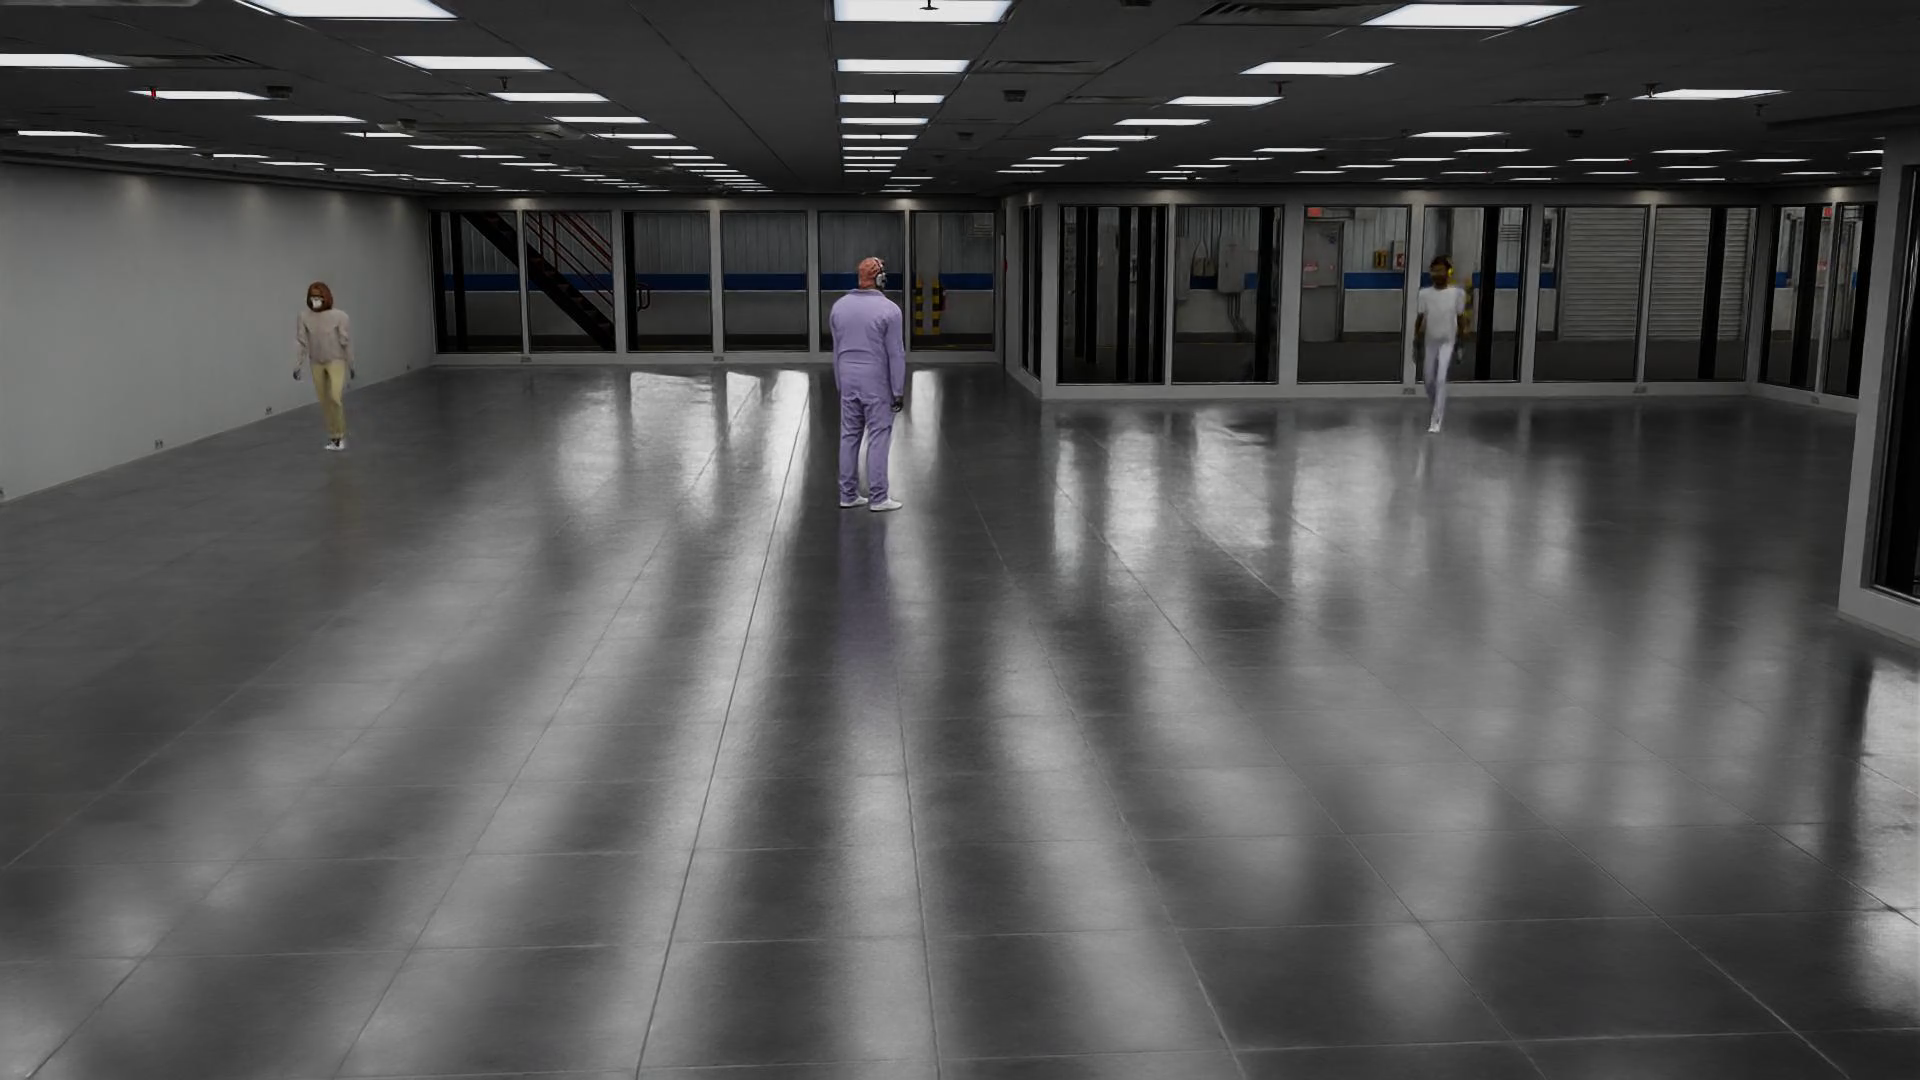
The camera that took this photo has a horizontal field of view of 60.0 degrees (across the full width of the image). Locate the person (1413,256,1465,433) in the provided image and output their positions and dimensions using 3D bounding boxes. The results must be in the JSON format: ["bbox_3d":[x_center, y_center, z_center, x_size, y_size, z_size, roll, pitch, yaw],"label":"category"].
[{"bbox_3d":[5.068,-2.071,17.547,0.525,1.850,0.727,6,12,28],"label":"person"}]

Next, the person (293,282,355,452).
[{"bbox_3d":[-6.053,-1.638,15.819,0.517,1.611,0.619,1,11,4],"label":"person"}]

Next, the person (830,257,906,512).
[{"bbox_3d":[-0.666,-1.163,12.501,0.635,1.900,0.397,6,12,31],"label":"person"}]
